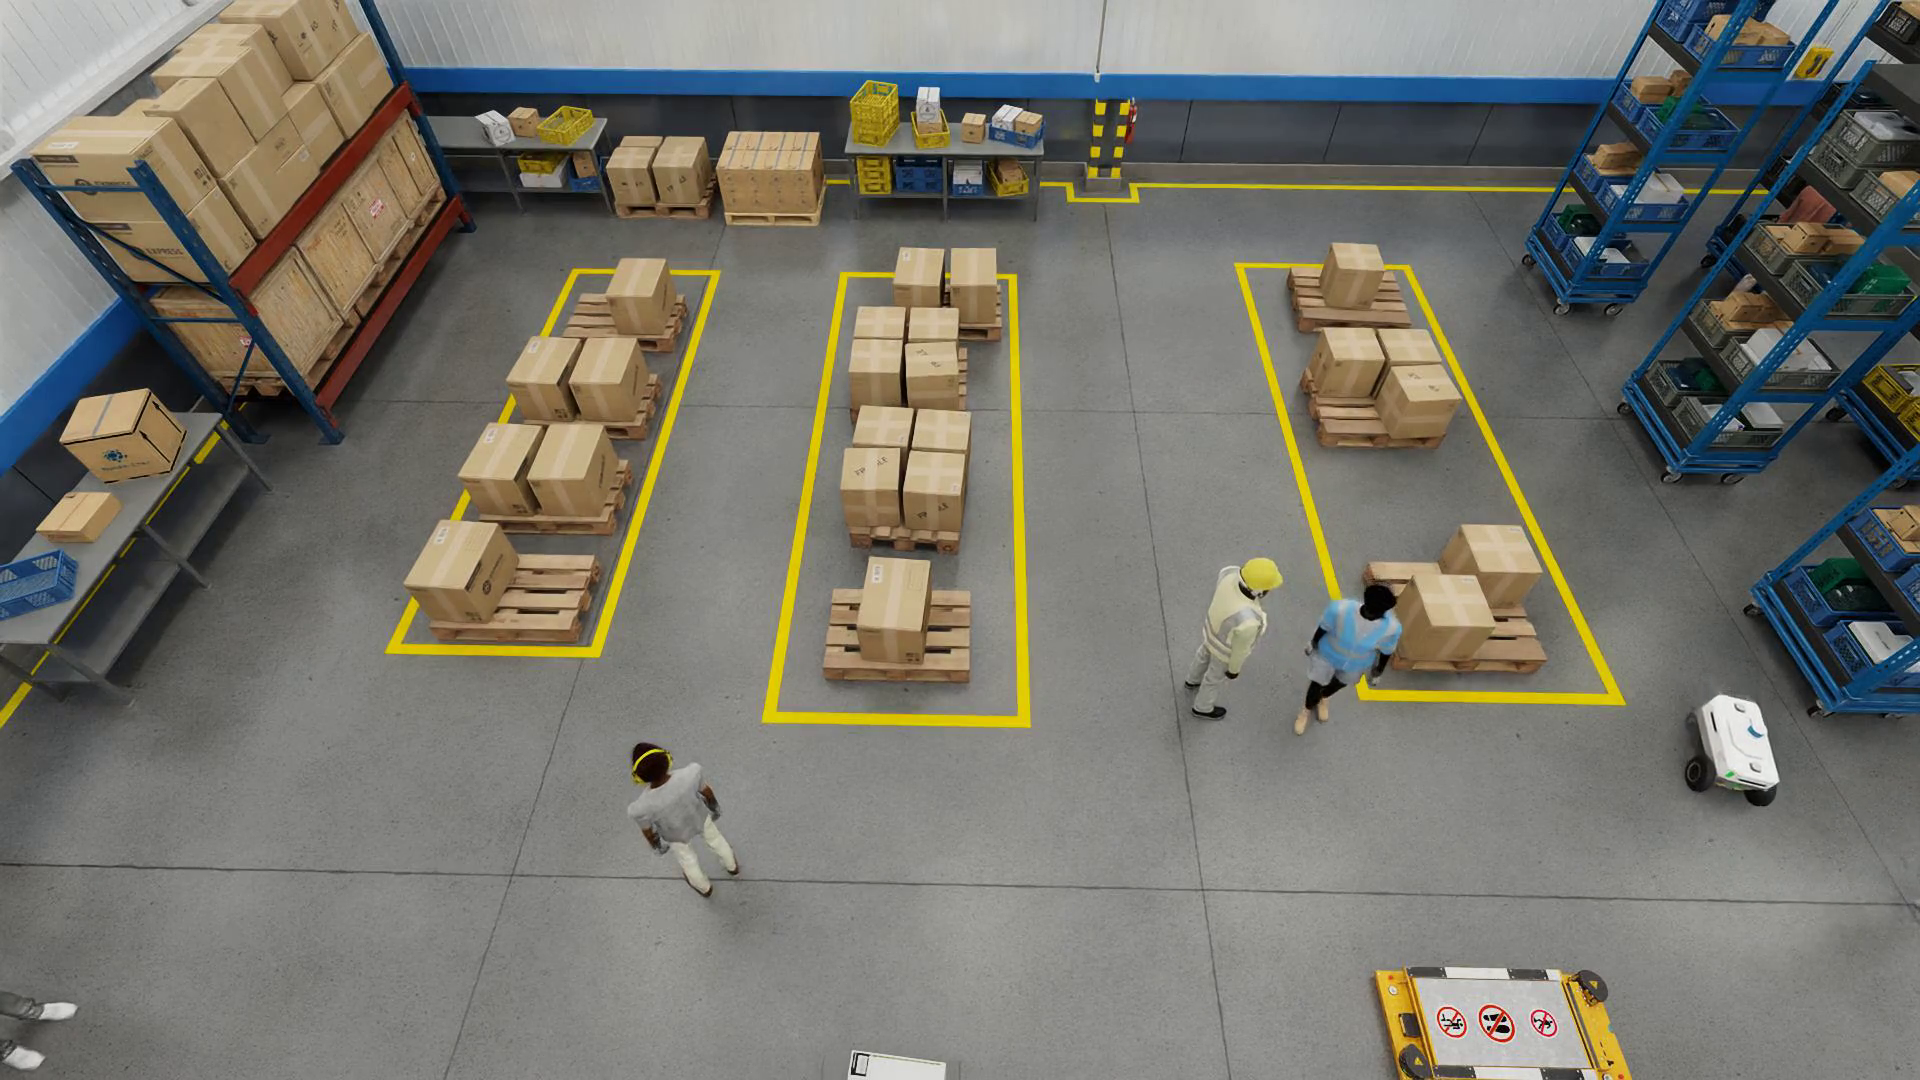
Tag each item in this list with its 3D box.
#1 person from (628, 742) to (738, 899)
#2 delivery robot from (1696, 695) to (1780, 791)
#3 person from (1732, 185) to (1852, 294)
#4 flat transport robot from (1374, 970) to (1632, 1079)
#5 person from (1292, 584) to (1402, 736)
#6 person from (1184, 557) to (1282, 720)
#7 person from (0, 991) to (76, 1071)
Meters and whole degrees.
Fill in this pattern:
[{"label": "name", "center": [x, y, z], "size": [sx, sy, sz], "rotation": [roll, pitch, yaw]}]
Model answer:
[{"label": "person", "center": [-1.797, 1.833, 5.959], "size": [0.494, 1.861, 0.331], "rotation": [-33, 58, -24]}, {"label": "delivery robot", "center": [5.922, 1.544, 6.969], "size": [0.477, 0.478, 0.707], "rotation": [13, 52, 11]}, {"label": "person", "center": [9.082, -3.169, 9.960], "size": [0.411, 1.981, 0.625], "rotation": [-20, 54, -15]}, {"label": "flat transport robot", "center": [3.501, 3.133, 5.914], "size": [1.431, 0.197, 0.652], "rotation": [1, 51, 1]}, {"label": "person", "center": [2.863, 0.906, 6.826], "size": [0.558, 1.684, 0.450], "rotation": [18, 53, 14]}, {"label": "person", "center": [2.020, 0.732, 6.880], "size": [0.403, 1.826, 0.595], "rotation": [-2, 51, -2]}, {"label": "person", "center": [-6.062, 2.655, 5.257], "size": [0.403, 1.910, 0.597], "rotation": [2, 51, 1]}]
